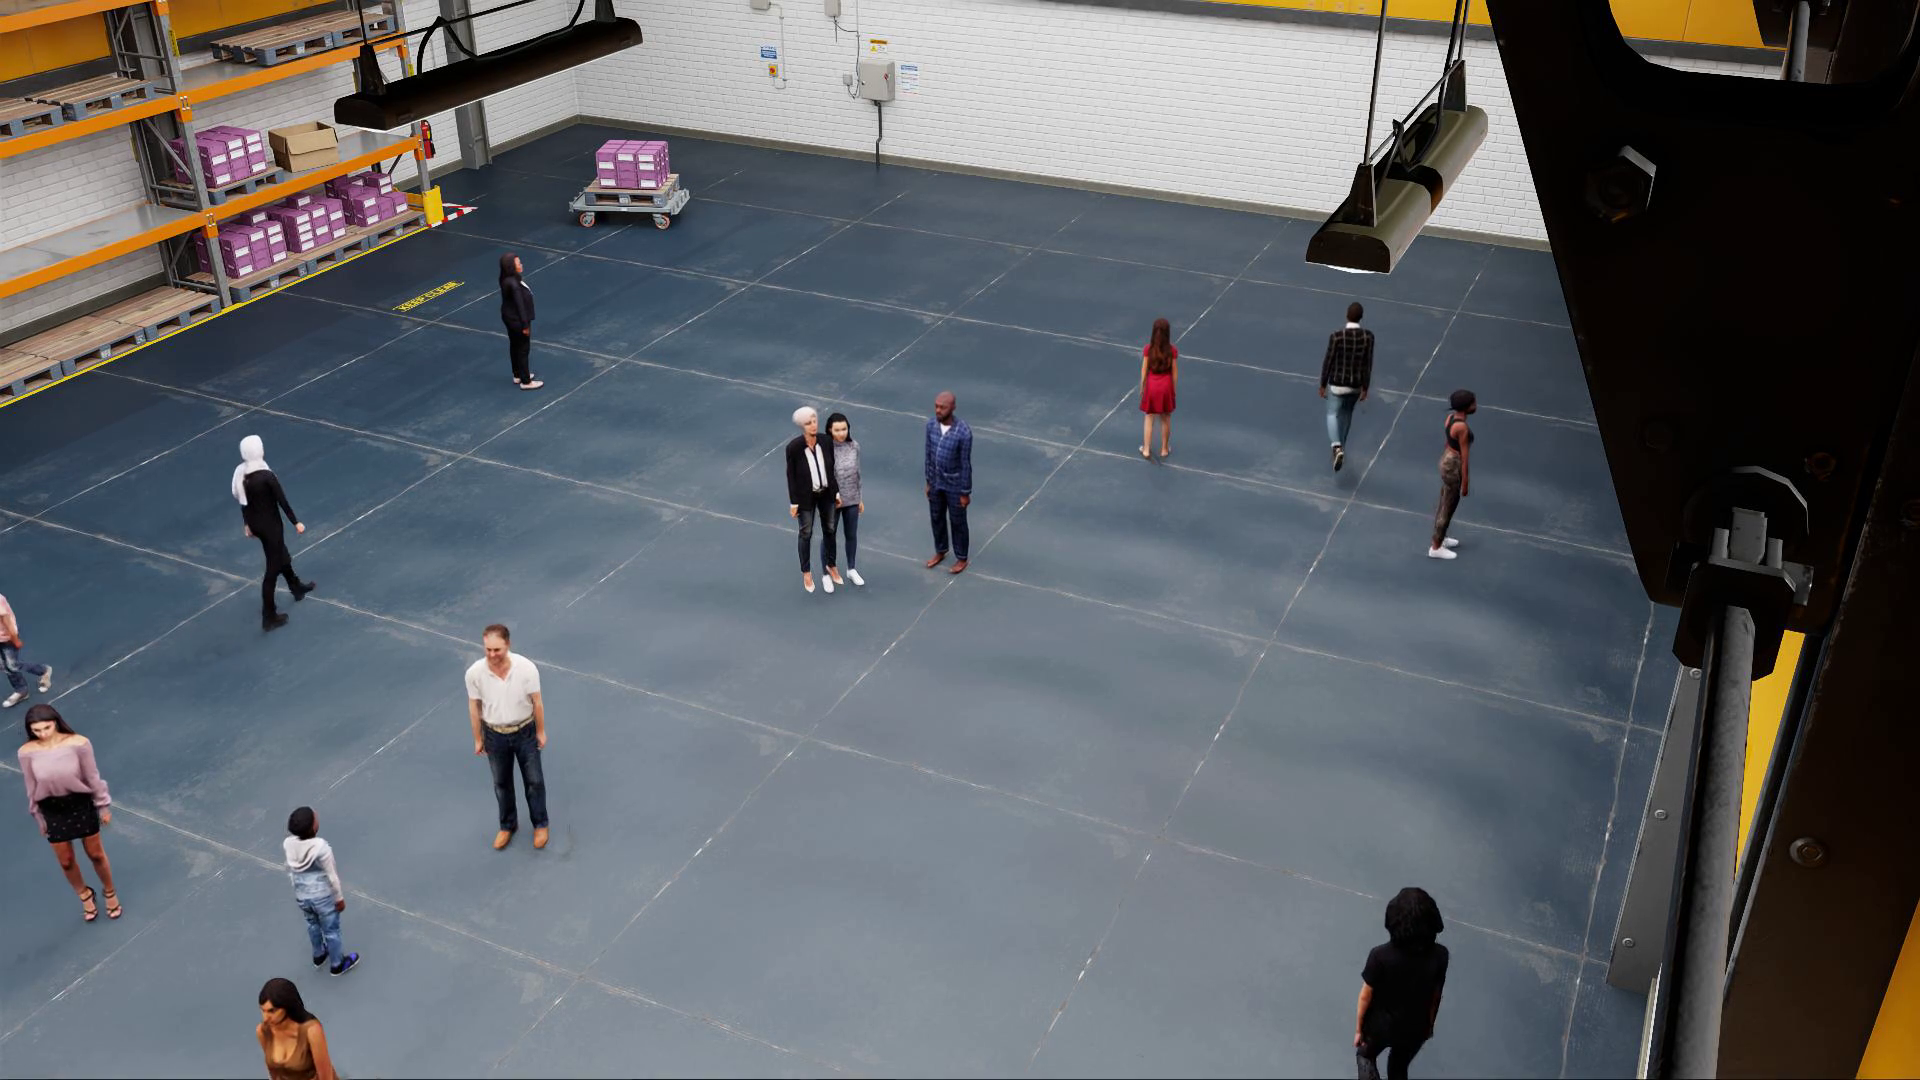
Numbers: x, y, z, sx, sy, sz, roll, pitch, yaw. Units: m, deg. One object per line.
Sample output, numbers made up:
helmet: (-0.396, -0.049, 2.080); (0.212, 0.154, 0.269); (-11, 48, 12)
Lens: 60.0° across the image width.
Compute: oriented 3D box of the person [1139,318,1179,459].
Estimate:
person: (2.107, -1.622, 17.680); (0.646, 1.553, 0.704); (1, 29, 2)

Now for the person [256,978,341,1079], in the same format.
person: (-3.502, 3.000, 9.089); (0.779, 1.665, 1.074); (3, 29, 6)

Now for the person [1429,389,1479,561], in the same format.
person: (4.645, -0.637, 15.721); (0.739, 1.699, 0.644); (-1, 29, -1)

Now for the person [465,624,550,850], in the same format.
person: (-3.199, 1.369, 11.884); (0.747, 1.851, 0.730); (-1, 29, -2)

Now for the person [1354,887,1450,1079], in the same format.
person: (2.485, 2.771, 9.349); (0.787, 1.817, 0.876); (0, 29, 0)

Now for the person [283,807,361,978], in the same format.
person: (-4.201, 2.289, 10.820); (0.514, 1.255, 0.521); (9, 30, 16)

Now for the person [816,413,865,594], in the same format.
person: (-1.098, -0.367, 15.191); (0.666, 1.732, 0.748); (-13, 31, -22)

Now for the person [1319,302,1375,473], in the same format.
person: (4.031, -1.581, 17.344); (0.936, 1.803, 1.149); (1, 29, 2)

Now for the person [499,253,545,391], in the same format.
person: (-5.147, -2.546, 19.307); (0.790, 1.617, 0.755); (-17, 33, -28)

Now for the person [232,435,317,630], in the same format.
person: (-6.123, -0.026, 14.546); (0.669, 1.751, 0.956); (16, 32, 27)

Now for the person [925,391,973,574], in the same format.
person: (-0.109, -0.558, 15.456); (0.671, 1.815, 0.615); (16, 32, 27)

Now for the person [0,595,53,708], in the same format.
person: (-7.797, 0.738, 13.620); (0.524, 1.297, 0.637); (10, 30, 18)

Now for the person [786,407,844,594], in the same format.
person: (-1.258, -0.381, 14.903); (0.826, 1.782, 0.807); (-12, 31, -21)

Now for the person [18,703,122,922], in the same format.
person: (-5.952, 1.820, 11.115); (0.707, 1.796, 0.776); (-11, 31, -19)
